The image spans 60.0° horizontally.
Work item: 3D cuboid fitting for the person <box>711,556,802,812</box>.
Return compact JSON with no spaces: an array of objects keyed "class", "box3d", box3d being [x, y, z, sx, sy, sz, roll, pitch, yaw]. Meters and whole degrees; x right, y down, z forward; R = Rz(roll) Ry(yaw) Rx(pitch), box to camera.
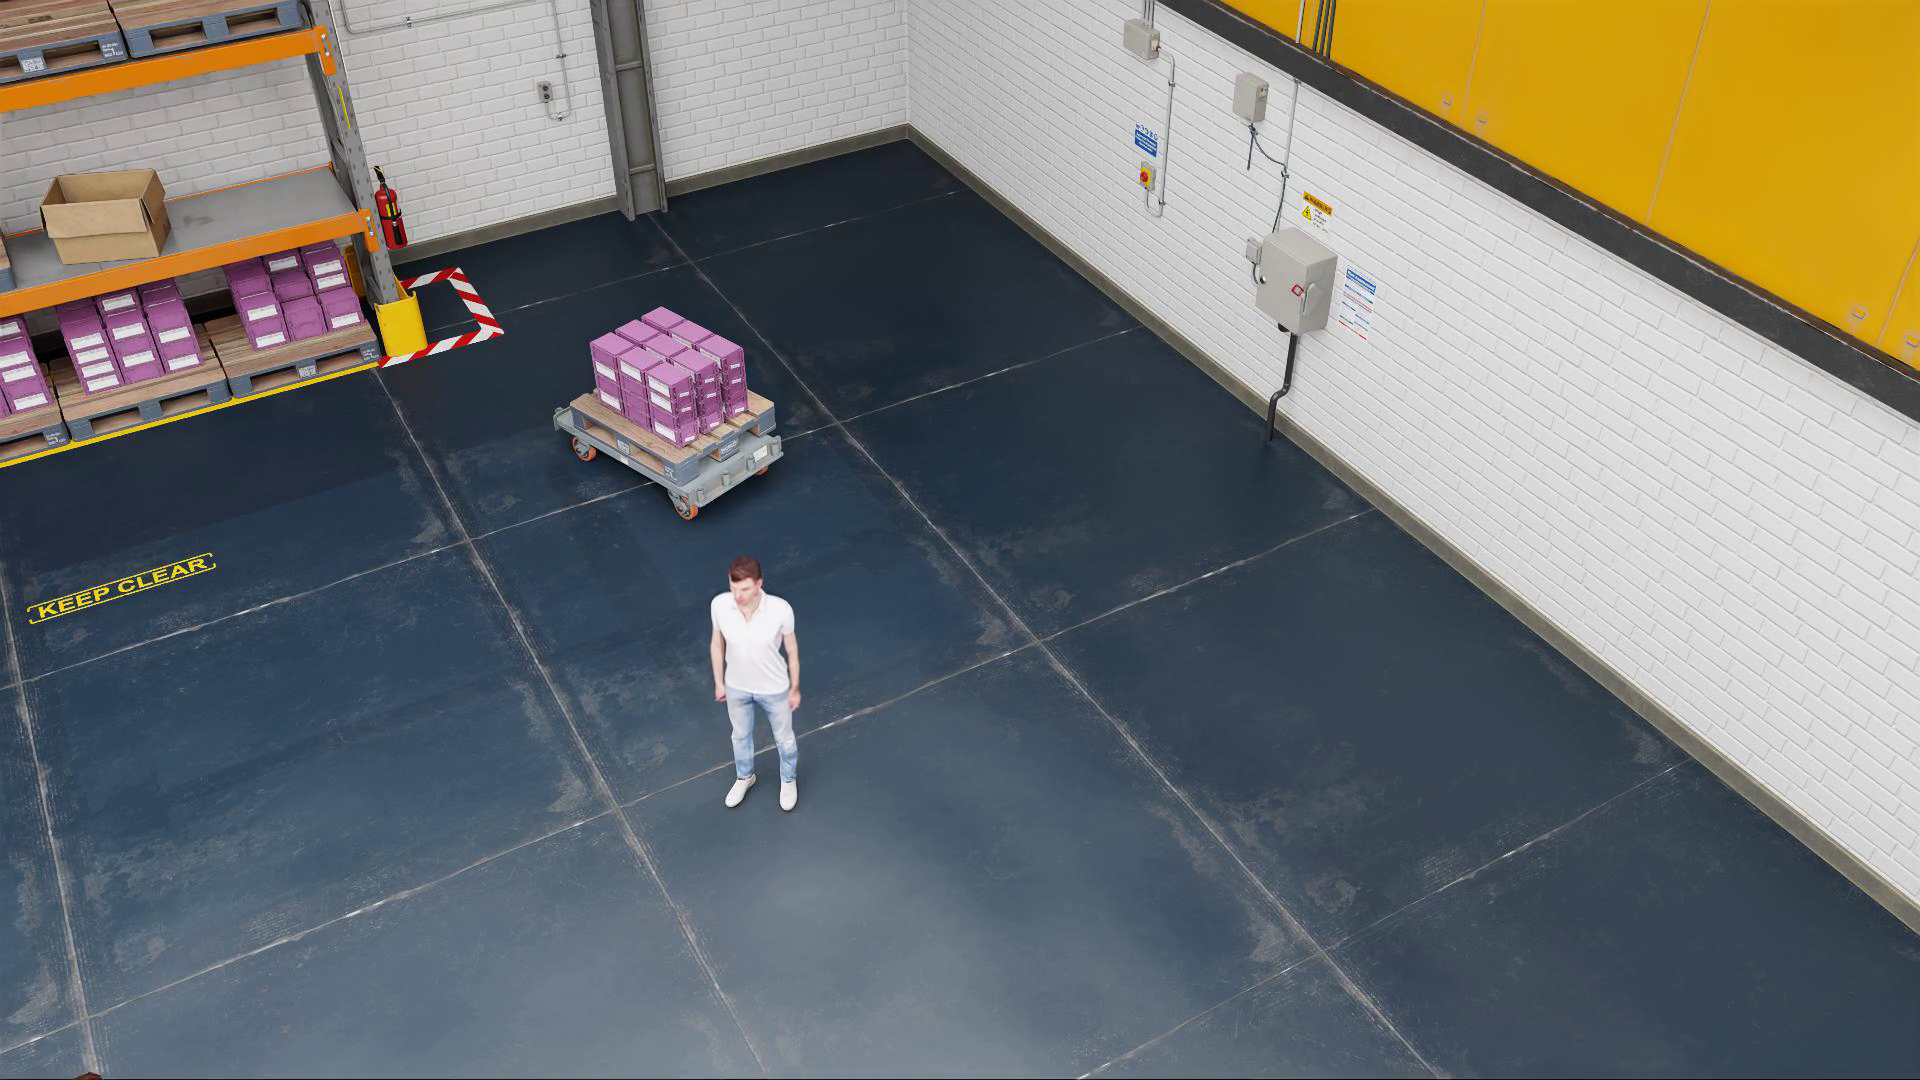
[{"class":"person","box3d":[-1.160,0.817,9.576,0.695,1.850,0.790,5,39,6]}]
